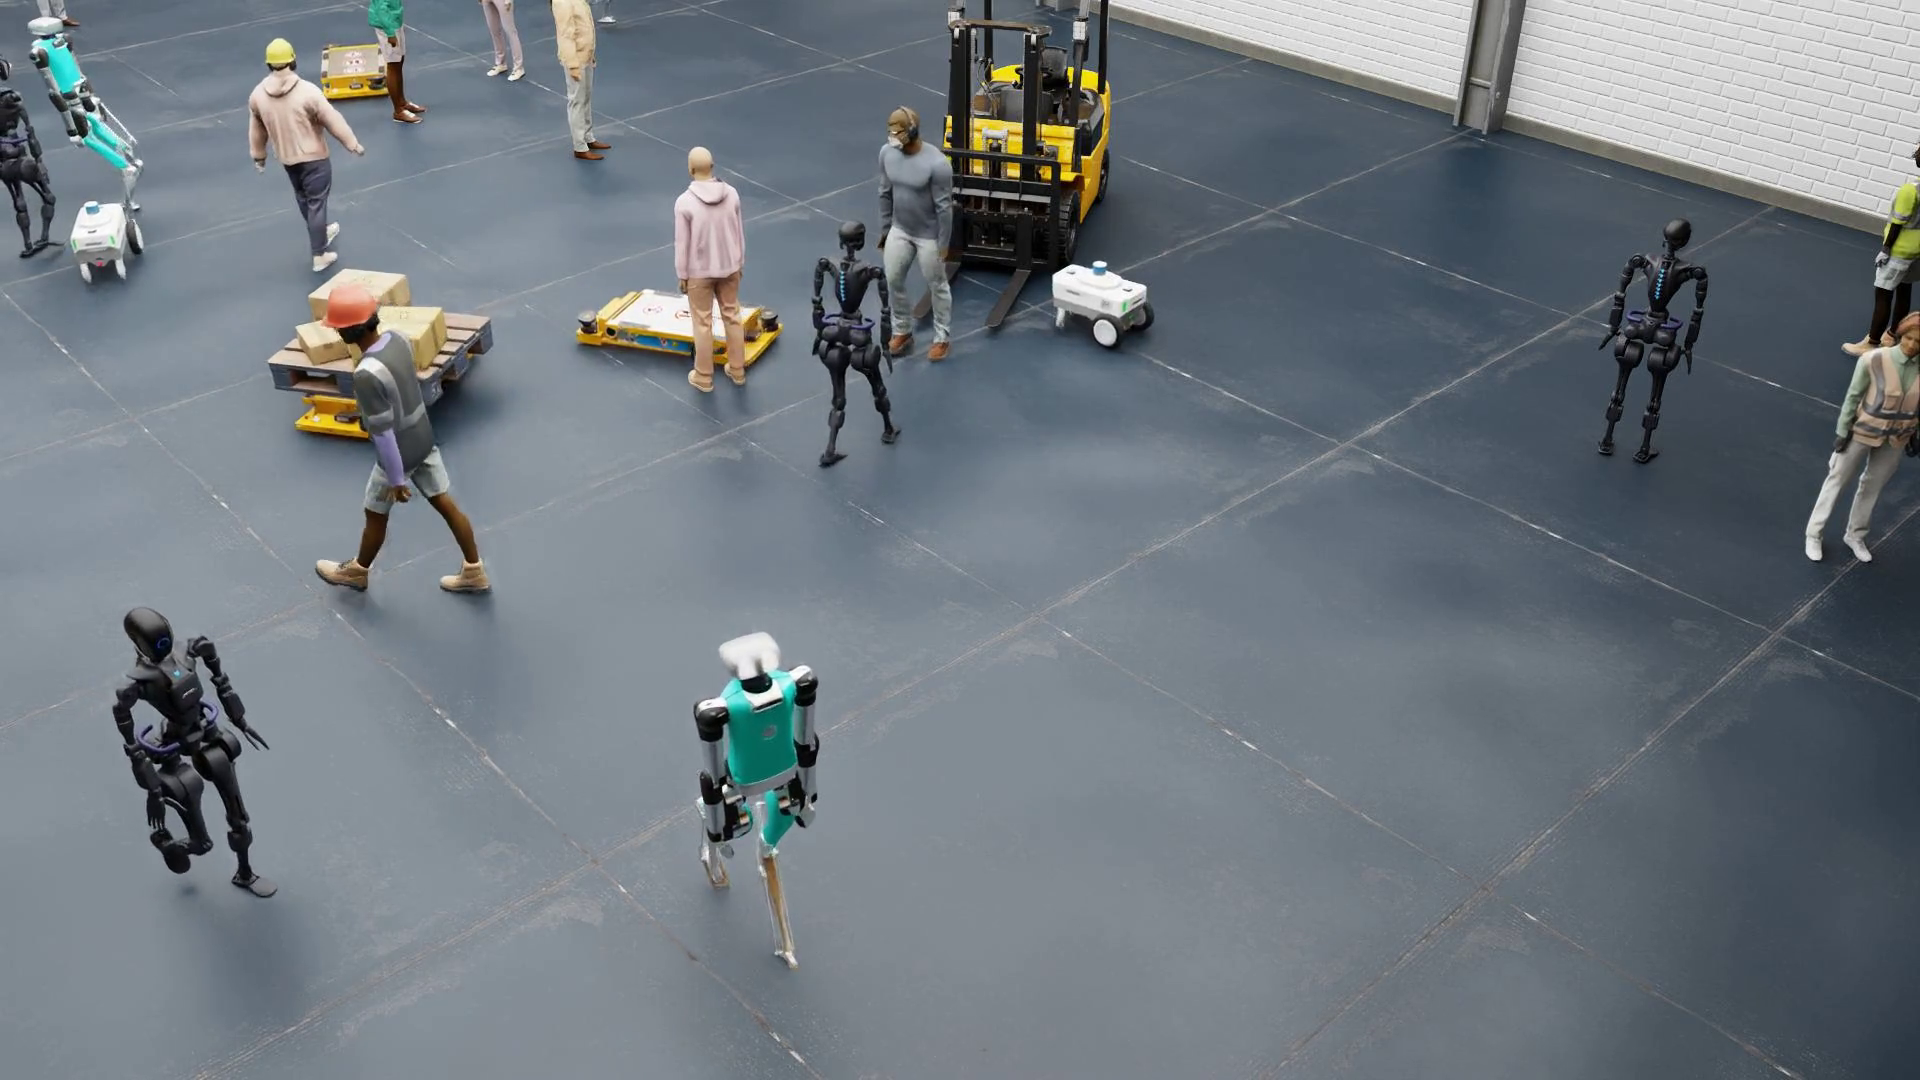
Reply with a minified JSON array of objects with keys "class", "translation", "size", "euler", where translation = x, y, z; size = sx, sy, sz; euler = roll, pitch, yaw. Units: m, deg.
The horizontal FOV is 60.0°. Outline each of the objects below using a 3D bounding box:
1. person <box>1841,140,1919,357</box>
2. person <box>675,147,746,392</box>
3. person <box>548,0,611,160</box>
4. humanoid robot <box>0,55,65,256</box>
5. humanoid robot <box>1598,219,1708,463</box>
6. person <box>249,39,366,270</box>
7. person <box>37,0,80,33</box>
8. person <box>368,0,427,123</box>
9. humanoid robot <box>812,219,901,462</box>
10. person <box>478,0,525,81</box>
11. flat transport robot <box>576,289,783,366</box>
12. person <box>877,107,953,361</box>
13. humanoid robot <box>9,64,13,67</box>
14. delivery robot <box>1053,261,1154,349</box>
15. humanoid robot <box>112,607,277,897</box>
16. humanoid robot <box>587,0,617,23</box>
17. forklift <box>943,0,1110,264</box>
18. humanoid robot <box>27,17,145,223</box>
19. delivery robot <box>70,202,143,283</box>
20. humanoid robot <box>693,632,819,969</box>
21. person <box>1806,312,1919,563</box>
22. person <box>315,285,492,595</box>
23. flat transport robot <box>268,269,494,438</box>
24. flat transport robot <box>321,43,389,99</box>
[{"class":"person","translation":[6.904,-2.135,12.151],"size":[0.535,1.694,0.320],"euler":[-19,38,-26]},{"class":"person","translation":[-1.735,-1.883,11.689],"size":[0.530,1.776,0.416],"euler":[-20,38,-28]},{"class":"person","translation":[-3.619,-4.553,15.701],"size":[0.402,1.876,0.552],"euler":[3,33,5]},{"class":"humanoid robot","translation":[-7.841,-3.180,13.778],"size":[0.610,1.640,0.405],"euler":[14,35,20]},{"class":"humanoid robot","translation":[4.511,-1.314,10.893],"size":[0.599,1.653,0.315],"euler":[19,38,27]},{"class":"person","translation":[-5.343,-3.198,13.653],"size":[0.816,1.835,0.767],"euler":[5,33,8]},{"class":"person","translation":[-10.648,-6.756,19.286],"size":[0.327,1.651,0.461],"euler":[8,34,12]},{"class":"person","translation":[-5.690,-5.122,16.600],"size":[0.399,1.848,0.492],"euler":[-2,33,-3]},{"class":"humanoid robot","translation":[-0.724,-1.322,10.963],"size":[0.589,1.643,0.644],"euler":[10,34,16]},{"class":"person","translation":[-4.964,-5.801,17.723],"size":[0.522,1.761,0.323],"euler":[20,38,28]},{"class":"flat transport robot","translation":[-2.136,-1.626,12.672],"size":[1.431,0.231,0.659],"euler":[10,34,15]},{"class":"person","translation":[-0.320,-2.209,12.063],"size":[0.624,1.918,0.469],"euler":[21,39,29]},{"class":"humanoid robot","translation":[-10.866,-5.959,18.005],"size":[0.895,1.775,0.542],"euler":[11,35,17]},{"class":"delivery robot","translation":[1.080,-1.816,12.716],"size":[0.782,0.610,0.523],"euler":[23,40,31]},{"class":"humanoid robot","translation":[-3.484,0.930,7.470],"size":[0.555,1.639,0.615],"euler":[16,36,23]},{"class":"humanoid robot","translation":[-4.275,-6.795,19.263],"size":[1.019,1.735,0.546],"euler":[16,36,23]},{"class":"forklift","translation":[0.570,-3.725,14.138],"size":[1.214,2.155,2.313],"euler":[9,34,13]},{"class":"humanoid robot","translation":[-7.397,-3.600,14.372],"size":[0.792,1.786,0.536],"euler":[1,33,1]},{"class":"delivery robot","translation":[-7.111,-2.506,13.779],"size":[0.499,0.613,0.796],"euler":[-10,34,-15]},{"class":"humanoid robot","translation":[-0.994,1.023,7.293],"size":[0.530,1.783,0.989],"euler":[-19,38,-26]},{"class":"person","translation":[5.429,-0.608,9.850],"size":[0.514,1.639,0.309],"euler":[2,33,3]},{"class":"person","translation":[-3.278,-0.530,9.407],"size":[1.041,1.985,0.620],"euler":[5,33,7]},{"class":"flat transport robot","translation":[-4.099,-1.157,11.951],"size":[0.659,0.231,1.431],"euler":[7,34,11]},{"class":"flat transport robot","translation":[-6.538,-5.080,17.981],"size":[0.659,0.231,1.431],"euler":[-9,34,-14]}]
